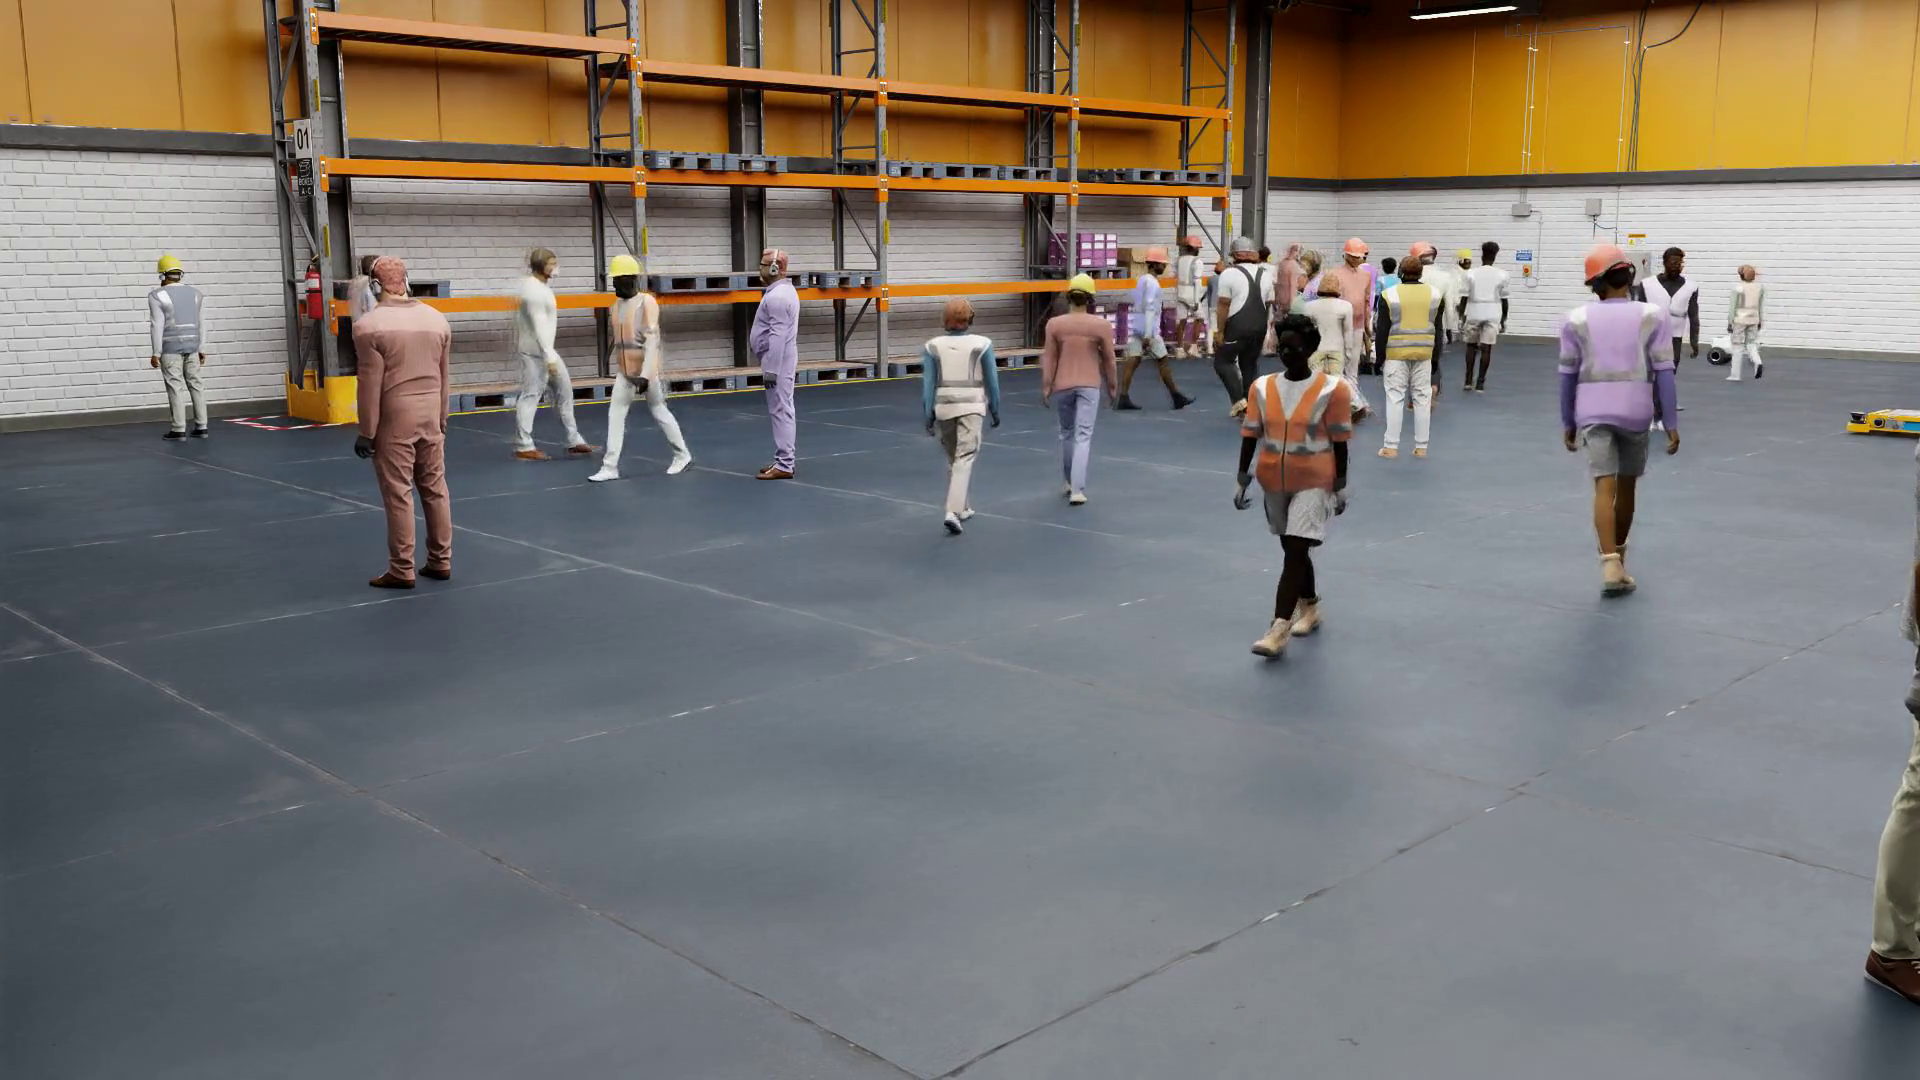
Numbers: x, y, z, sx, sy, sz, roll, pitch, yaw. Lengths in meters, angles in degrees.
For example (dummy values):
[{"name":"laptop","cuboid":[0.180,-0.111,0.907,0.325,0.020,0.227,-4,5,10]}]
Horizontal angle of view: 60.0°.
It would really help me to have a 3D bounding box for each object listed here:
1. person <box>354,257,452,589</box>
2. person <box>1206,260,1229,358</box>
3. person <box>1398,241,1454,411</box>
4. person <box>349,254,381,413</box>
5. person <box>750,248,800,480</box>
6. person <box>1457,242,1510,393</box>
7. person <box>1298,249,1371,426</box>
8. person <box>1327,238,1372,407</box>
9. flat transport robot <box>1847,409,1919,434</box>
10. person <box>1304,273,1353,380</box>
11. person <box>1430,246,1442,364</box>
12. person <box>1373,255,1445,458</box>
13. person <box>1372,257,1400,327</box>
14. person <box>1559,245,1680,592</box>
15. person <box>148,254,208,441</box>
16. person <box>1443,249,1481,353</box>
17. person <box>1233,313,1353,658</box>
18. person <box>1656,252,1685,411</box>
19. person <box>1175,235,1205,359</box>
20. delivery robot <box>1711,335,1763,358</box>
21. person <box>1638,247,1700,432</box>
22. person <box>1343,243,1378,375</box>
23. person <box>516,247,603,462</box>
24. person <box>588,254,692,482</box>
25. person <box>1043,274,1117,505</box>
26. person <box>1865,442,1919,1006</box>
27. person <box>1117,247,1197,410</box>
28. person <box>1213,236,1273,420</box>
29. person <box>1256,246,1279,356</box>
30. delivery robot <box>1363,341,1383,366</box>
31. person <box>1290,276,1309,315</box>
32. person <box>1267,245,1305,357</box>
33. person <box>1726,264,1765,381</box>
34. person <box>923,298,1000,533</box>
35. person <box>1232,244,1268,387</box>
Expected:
[{"name":"person","cuboid":[-3.224,-0.670,9.587,0.403,1.901,0.637,6,12,32]},{"name":"person","cuboid":[4.335,-3.829,27.611,0.522,1.601,0.752,8,13,36]},{"name":"person","cuboid":[5.294,-2.409,18.913,0.672,1.959,0.697,1,10,4]},{"name":"person","cuboid":[-6.205,-2.094,17.566,0.468,1.821,0.650,-7,12,-33]},{"name":"person","cuboid":[-1.543,-1.461,13.865,0.407,1.913,0.641,0,10,0]},{"name":"person","cuboid":[6.774,-2.877,21.514,0.628,1.933,0.748,4,11,19]},{"name":"person","cuboid":[3.893,-2.132,17.629,0.950,1.894,0.652,0,10,0]},{"name":"person","cuboid":[4.537,-2.513,19.398,0.611,1.985,0.393,-4,11,-19]},{"name":"flat transport robot","cuboid":[9.794,-1.162,16.709,0.652,0.197,1.431,-10,14,-44]},{"name":"person","cuboid":[3.783,-1.924,17.147,0.507,1.633,0.277,2,11,9]},{"name":"person","cuboid":[7.062,-3.481,25.019,0.509,1.864,0.331,-10,14,-43]},{"name":"person","cuboid":[4.064,-1.658,15.129,0.621,1.845,0.429,-1,10,-3]},{"name":"person","cuboid":[6.744,-3.578,26.039,0.652,1.660,0.712,0,10,-2]},{"name":"person","cuboid":[3.805,-0.710,9.627,0.678,1.967,1.065,4,11,21]},{"name":"person","cuboid":[-7.746,-1.897,16.458,0.403,1.831,0.596,6,12,30]},{"name":"person","cuboid":[8.608,-4.084,28.534,0.616,1.787,0.887,-10,14,-42]},{"name":"person","cuboid":[1.619,-0.281,8.138,0.544,1.645,0.890,7,13,35]},{"name":"person","cuboid":[8.194,-2.426,19.303,0.389,1.846,0.566,-1,10,-5]},{"name":"person","cuboid":[3.772,-3.949,27.162,0.606,2.020,0.612,-9,13,-39]},{"name":"delivery robot","cuboid":[12.141,-3.052,25.983,0.707,0.478,0.477,8,13,39]},{"name":"person","cuboid":[7.293,-2.059,17.149,0.614,1.897,0.591,1,10,6]},{"name":"person","cuboid":[5.787,-3.346,24.104,0.548,1.929,0.393,-8,13,-39]},{"name":"person","cuboid":[-3.595,-1.638,14.824,0.879,1.906,0.662,-1,10,-5]},{"name":"person","cuboid":[-2.669,-1.444,13.895,0.583,1.876,1.014,7,13,35]},{"name":"person","cuboid":[0.929,-1.161,12.733,0.545,1.721,0.879,3,11,16]},{"name":"person","cuboid":[2.667,0.299,4.379,0.533,1.871,0.320,-8,13,-38]},{"name":"person","cuboid":[2.269,-2.439,19.283,1.003,1.878,0.554,-3,11,-15]},{"name":"person","cuboid":[3.043,-2.301,18.093,0.750,2.000,0.550,-6,12,-30]},{"name":"person","cuboid":[4.938,-3.879,27.235,0.591,1.847,0.601,0,10,1]},{"name":"delivery robot","cuboid":[6.137,-2.742,24.294,0.477,0.478,0.707,0,10,-2]},{"name":"person","cuboid":[3.740,-2.069,17.942,0.269,1.631,0.506,-5,12,-26]},{"name":"person","cuboid":[5.529,-3.952,27.611,0.884,1.855,0.622,-4,11,-21]},{"name":"person","cuboid":[10.859,-2.988,22.952,0.536,1.622,0.481,-1,10,-8]},{"name":"person","cuboid":[-0.013,-0.868,11.488,0.507,1.598,0.877,4,11,20]},{"name":"person","cuboid":[3.807,-3.011,22.273,0.655,1.925,0.489,-2,11,-11]}]
